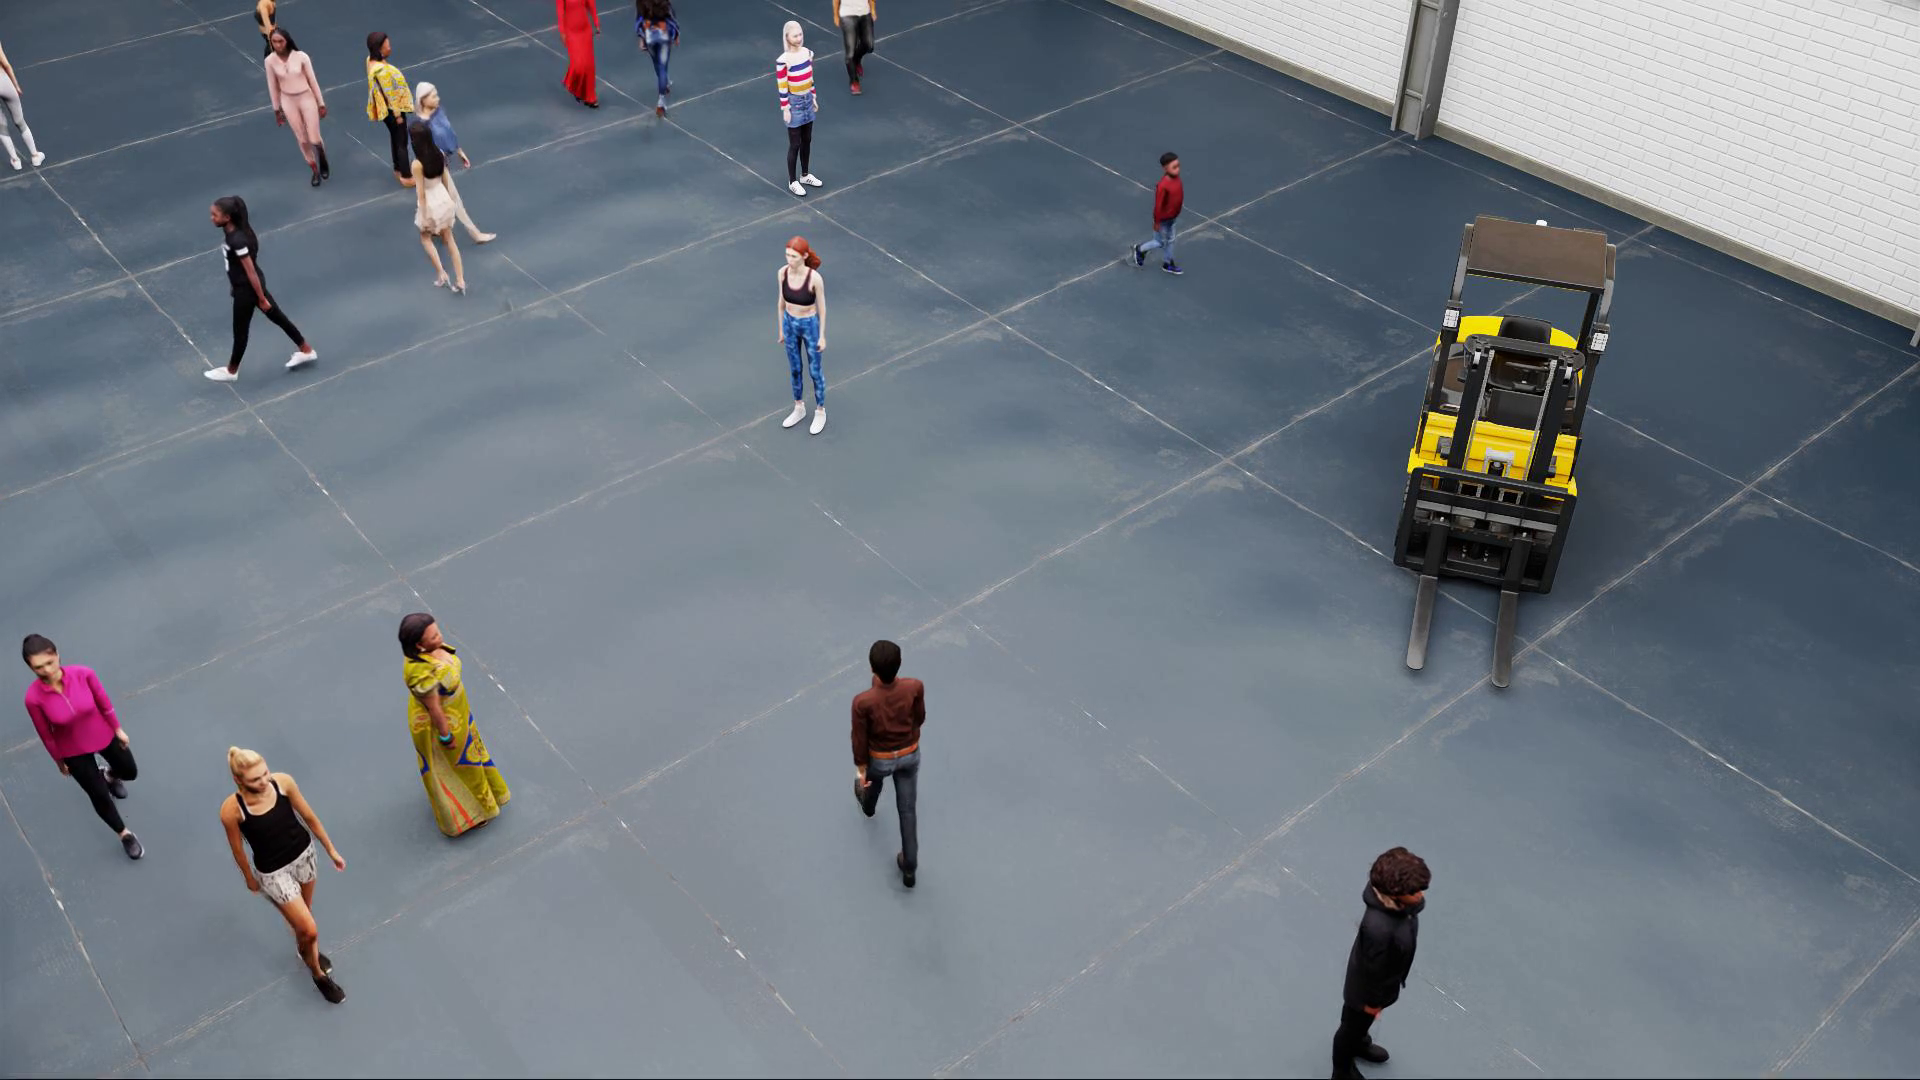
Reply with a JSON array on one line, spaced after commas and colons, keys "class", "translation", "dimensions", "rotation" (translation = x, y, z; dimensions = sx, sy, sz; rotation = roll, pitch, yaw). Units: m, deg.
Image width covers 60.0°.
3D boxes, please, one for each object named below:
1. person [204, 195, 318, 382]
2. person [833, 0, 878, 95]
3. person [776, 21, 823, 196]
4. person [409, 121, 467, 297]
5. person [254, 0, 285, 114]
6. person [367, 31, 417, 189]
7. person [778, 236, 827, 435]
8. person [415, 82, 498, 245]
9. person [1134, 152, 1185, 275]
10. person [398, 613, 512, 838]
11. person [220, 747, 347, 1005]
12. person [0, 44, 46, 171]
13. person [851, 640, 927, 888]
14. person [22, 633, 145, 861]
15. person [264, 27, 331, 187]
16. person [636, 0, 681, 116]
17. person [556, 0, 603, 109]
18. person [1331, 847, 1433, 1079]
[{"class": "person", "translation": [-6.066, -2.174, 14.422], "dimensions": [0.869, 1.681, 1.167], "rotation": [-18, 42, -21]}, {"class": "person", "translation": [-1.235, -6.120, 19.283], "dimensions": [0.813, 1.792, 0.924], "rotation": [-13, 40, -16]}, {"class": "person", "translation": [-1.677, -4.487, 17.216], "dimensions": [0.590, 1.809, 0.693], "rotation": [27, 46, 30]}, {"class": "person", "translation": [-4.809, -3.043, 15.479], "dimensions": [0.716, 1.720, 0.685], "rotation": [21, 43, 24]}, {"class": "person", "translation": [-7.632, -5.595, 18.744], "dimensions": [0.769, 1.633, 0.718], "rotation": [-9, 39, -11]}, {"class": "person", "translation": [-5.934, -4.478, 17.331], "dimensions": [0.832, 1.651, 0.749], "rotation": [-19, 42, -22]}, {"class": "person", "translation": [-1.297, -1.697, 13.750], "dimensions": [0.644, 1.785, 0.735], "rotation": [14, 41, 17]}, {"class": "person", "translation": [-5.210, -3.692, 16.347], "dimensions": [1.112, 1.661, 1.016], "rotation": [5, 39, 6]}, {"class": "person", "translation": [1.936, -3.148, 15.991], "dimensions": [0.754, 1.245, 0.588], "rotation": [25, 45, 28]}, {"class": "person", "translation": [-3.230, 1.104, 10.343], "dimensions": [1.037, 1.660, 0.898], "rotation": [-10, 40, -13]}, {"class": "person", "translation": [-3.844, 1.782, 9.352], "dimensions": [0.834, 1.827, 0.710], "rotation": [24, 45, 27]}, {"class": "person", "translation": [-10.216, -4.772, 17.658], "dimensions": [0.629, 1.702, 0.631], "rotation": [-14, 41, -17]}, {"class": "person", "translation": [-0.370, 1.368, 9.945], "dimensions": [0.934, 1.734, 1.188], "rotation": [-11, 40, -13]}, {"class": "person", "translation": [-5.363, 1.208, 10.190], "dimensions": [0.613, 1.689, 0.887], "rotation": [-31, 48, -33]}, {"class": "person", "translation": [-6.877, -4.550, 17.376], "dimensions": [0.776, 1.708, 0.806], "rotation": [-5, 39, -6]}, {"class": "person", "translation": [-3.427, -5.599, 18.800], "dimensions": [1.070, 1.569, 1.126], "rotation": [4, 39, 5]}, {"class": "person", "translation": [-4.370, -5.776, 18.868], "dimensions": [0.646, 1.772, 0.692], "rotation": [-32, 48, -33]}, {"class": "person", "translation": [2.189, 2.268, 8.782], "dimensions": [0.716, 1.779, 0.711], "rotation": [16, 41, 19]}]
